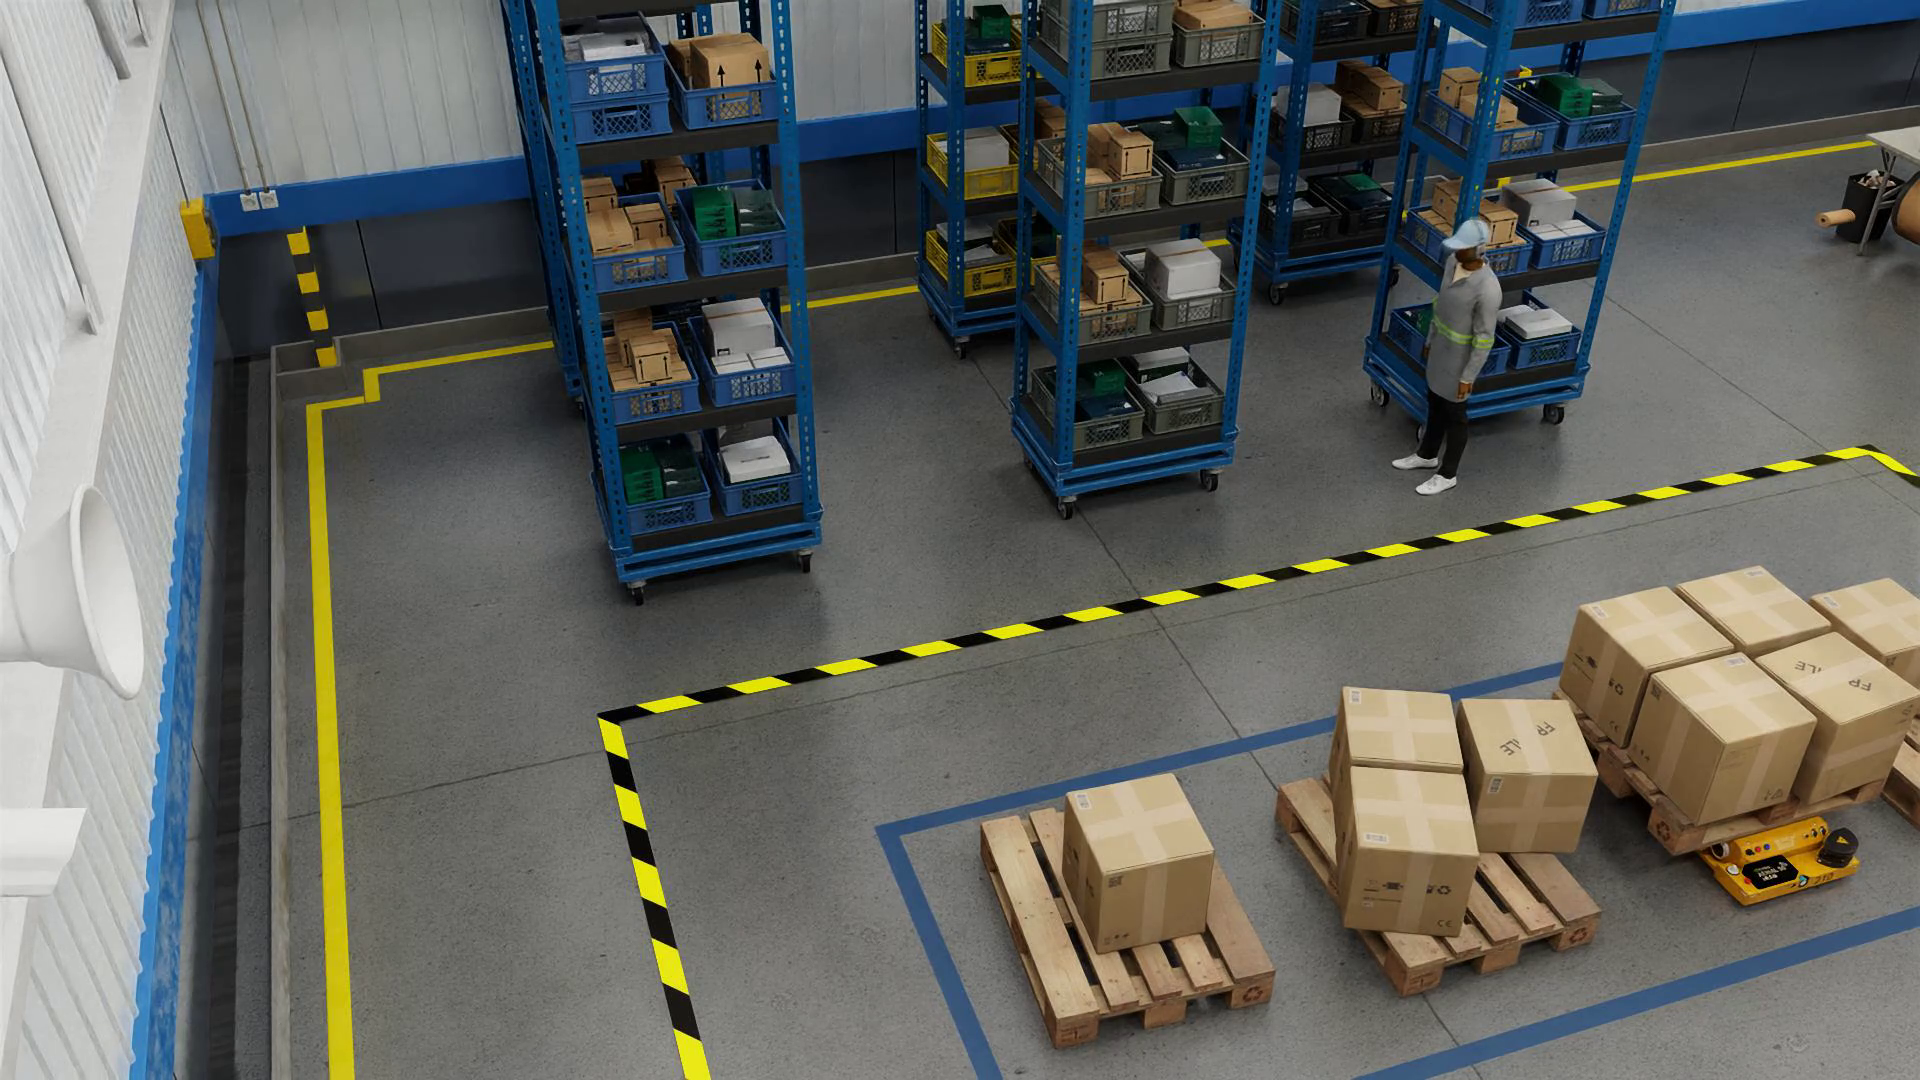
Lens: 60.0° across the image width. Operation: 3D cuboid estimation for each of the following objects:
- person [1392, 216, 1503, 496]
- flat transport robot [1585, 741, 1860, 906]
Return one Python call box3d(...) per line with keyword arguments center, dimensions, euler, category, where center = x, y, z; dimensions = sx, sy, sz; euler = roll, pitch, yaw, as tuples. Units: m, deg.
box3d(center=(3.035, -1.140, 10.298), dimensions=(0.380, 1.852, 0.587), euler=(-8, 36, -11), category="person")
box3d(center=(3.738, 1.188, 8.347), dimensions=(0.652, 0.197, 1.431), euler=(-11, 37, -15), category="flat transport robot")
